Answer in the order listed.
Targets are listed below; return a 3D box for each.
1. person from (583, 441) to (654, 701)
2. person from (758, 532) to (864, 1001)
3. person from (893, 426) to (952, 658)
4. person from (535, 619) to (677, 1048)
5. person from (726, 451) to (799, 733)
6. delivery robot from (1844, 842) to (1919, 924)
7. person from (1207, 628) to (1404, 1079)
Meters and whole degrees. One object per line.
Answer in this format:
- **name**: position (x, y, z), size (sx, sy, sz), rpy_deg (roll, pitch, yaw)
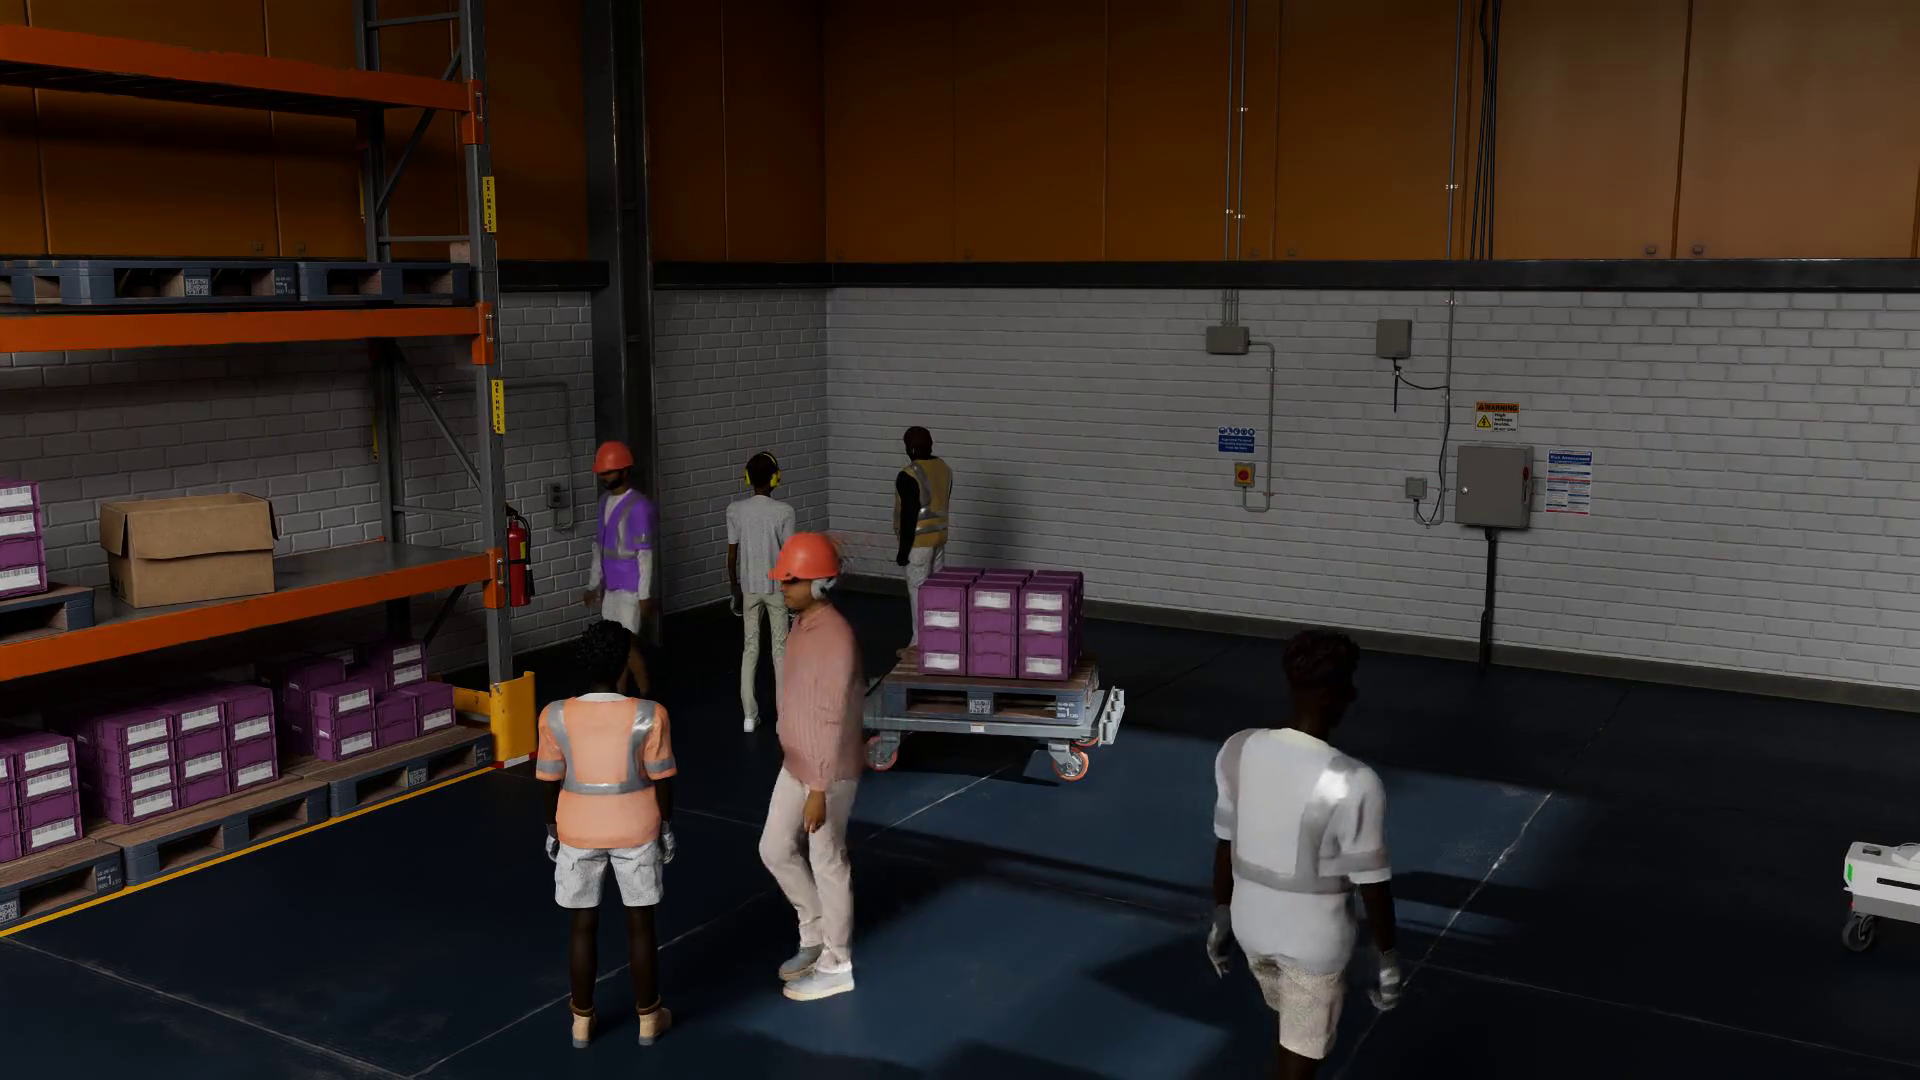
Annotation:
- **person**: position (-2.283, 0.296, 11.126), size (0.396, 1.933, 0.556), rpy_deg (-7, 12, -38)
- **person**: position (-0.608, 0.944, 6.922), size (0.420, 1.984, 0.629), rpy_deg (-5, 10, -27)
- **person**: position (-0.312, 0.020, 13.125), size (0.430, 1.841, 0.623), rpy_deg (5, 11, 30)
- **person**: position (-1.369, 1.150, 6.512), size (0.541, 1.695, 0.315), rpy_deg (0, 9, -2)
- **person**: position (-1.279, 0.348, 10.980), size (0.513, 1.872, 0.328), rpy_deg (2, 9, 11)
- **delivery robot**: position (4.330, 1.533, 7.385), size (0.707, 0.478, 0.477), rpy_deg (6, 11, 34)
- **person**: position (1.164, 1.222, 5.302), size (0.802, 1.934, 0.626), rpy_deg (-7, 11, -37)
